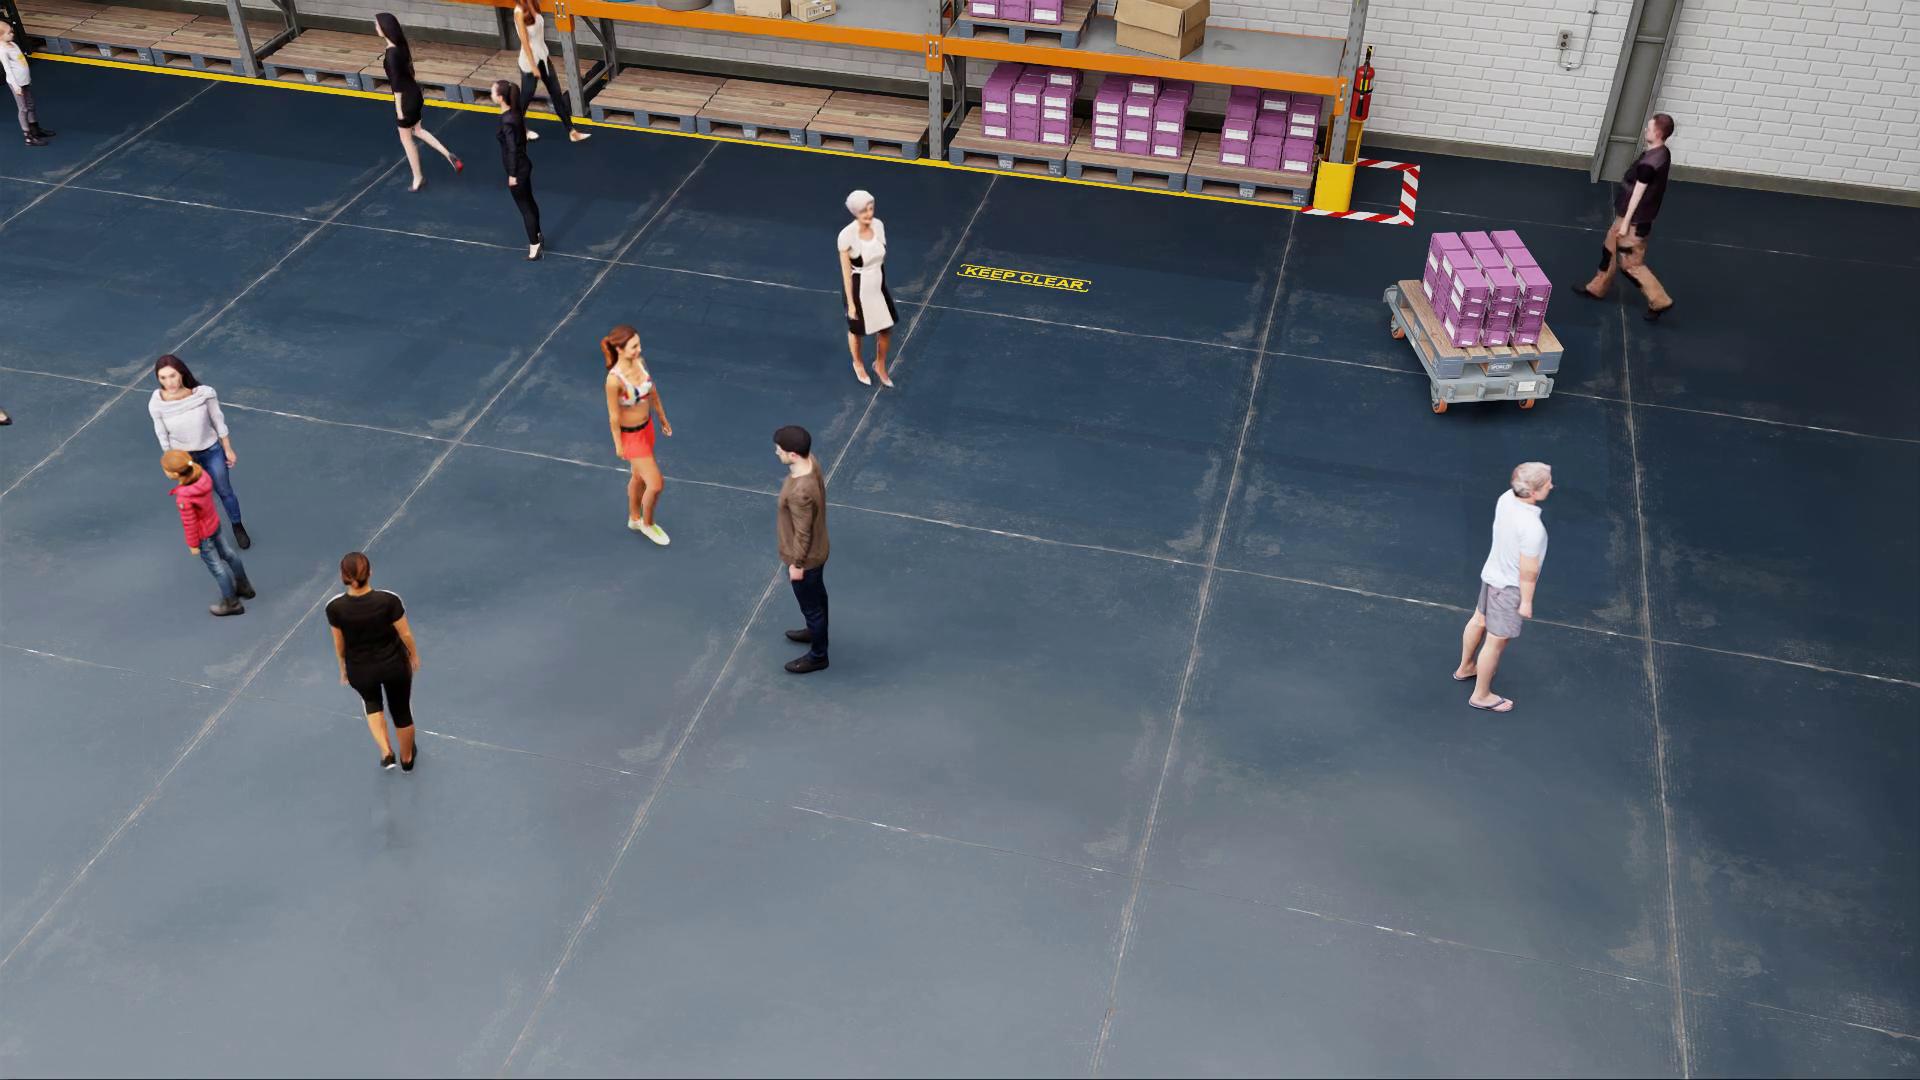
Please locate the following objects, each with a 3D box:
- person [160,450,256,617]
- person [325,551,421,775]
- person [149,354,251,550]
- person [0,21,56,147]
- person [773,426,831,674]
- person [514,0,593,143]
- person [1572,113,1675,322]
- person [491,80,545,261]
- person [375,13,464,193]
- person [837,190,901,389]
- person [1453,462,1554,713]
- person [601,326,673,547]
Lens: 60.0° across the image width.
[{"bbox_3d":[-5.077,-0.071,11.235,0.543,1.313,0.547,1,39,1],"label":"person"},{"bbox_3d":[-3.462,0.793,9.874,0.688,1.662,0.781,-7,39,-9],"label":"person"},{"bbox_3d":[-5.336,-0.607,11.651,0.642,1.632,0.732,-15,41,-18],"label":"person"},{"bbox_3d":[-9.654,-4.692,17.053,0.566,1.274,0.550,-2,39,-2],"label":"person"},{"bbox_3d":[-0.986,0.043,10.633,0.676,1.887,0.714,-1,39,-1],"label":"person"},{"bbox_3d":[-4.393,-4.838,16.866,1.113,1.736,0.677,13,40,15],"label":"person"},{"bbox_3d":[5.856,-2.726,14.160,1.209,1.813,0.908,22,43,25],"label":"person"},{"bbox_3d":[-3.982,-3.339,15.009,0.579,1.711,0.628,-1,39,-1],"label":"person"},{"bbox_3d":[-5.224,-4.181,15.998,0.864,1.793,0.662,5,39,6],"label":"person"},{"bbox_3d":[-0.824,-2.017,13.330,0.804,1.740,0.865,-24,44,-27],"label":"person"},{"bbox_3d":[3.405,0.263,10.401,0.684,1.832,0.718,-3,39,-4],"label":"person"},{"bbox_3d":[-2.361,-0.754,11.723,0.646,1.772,0.596,11,40,14],"label":"person"}]
